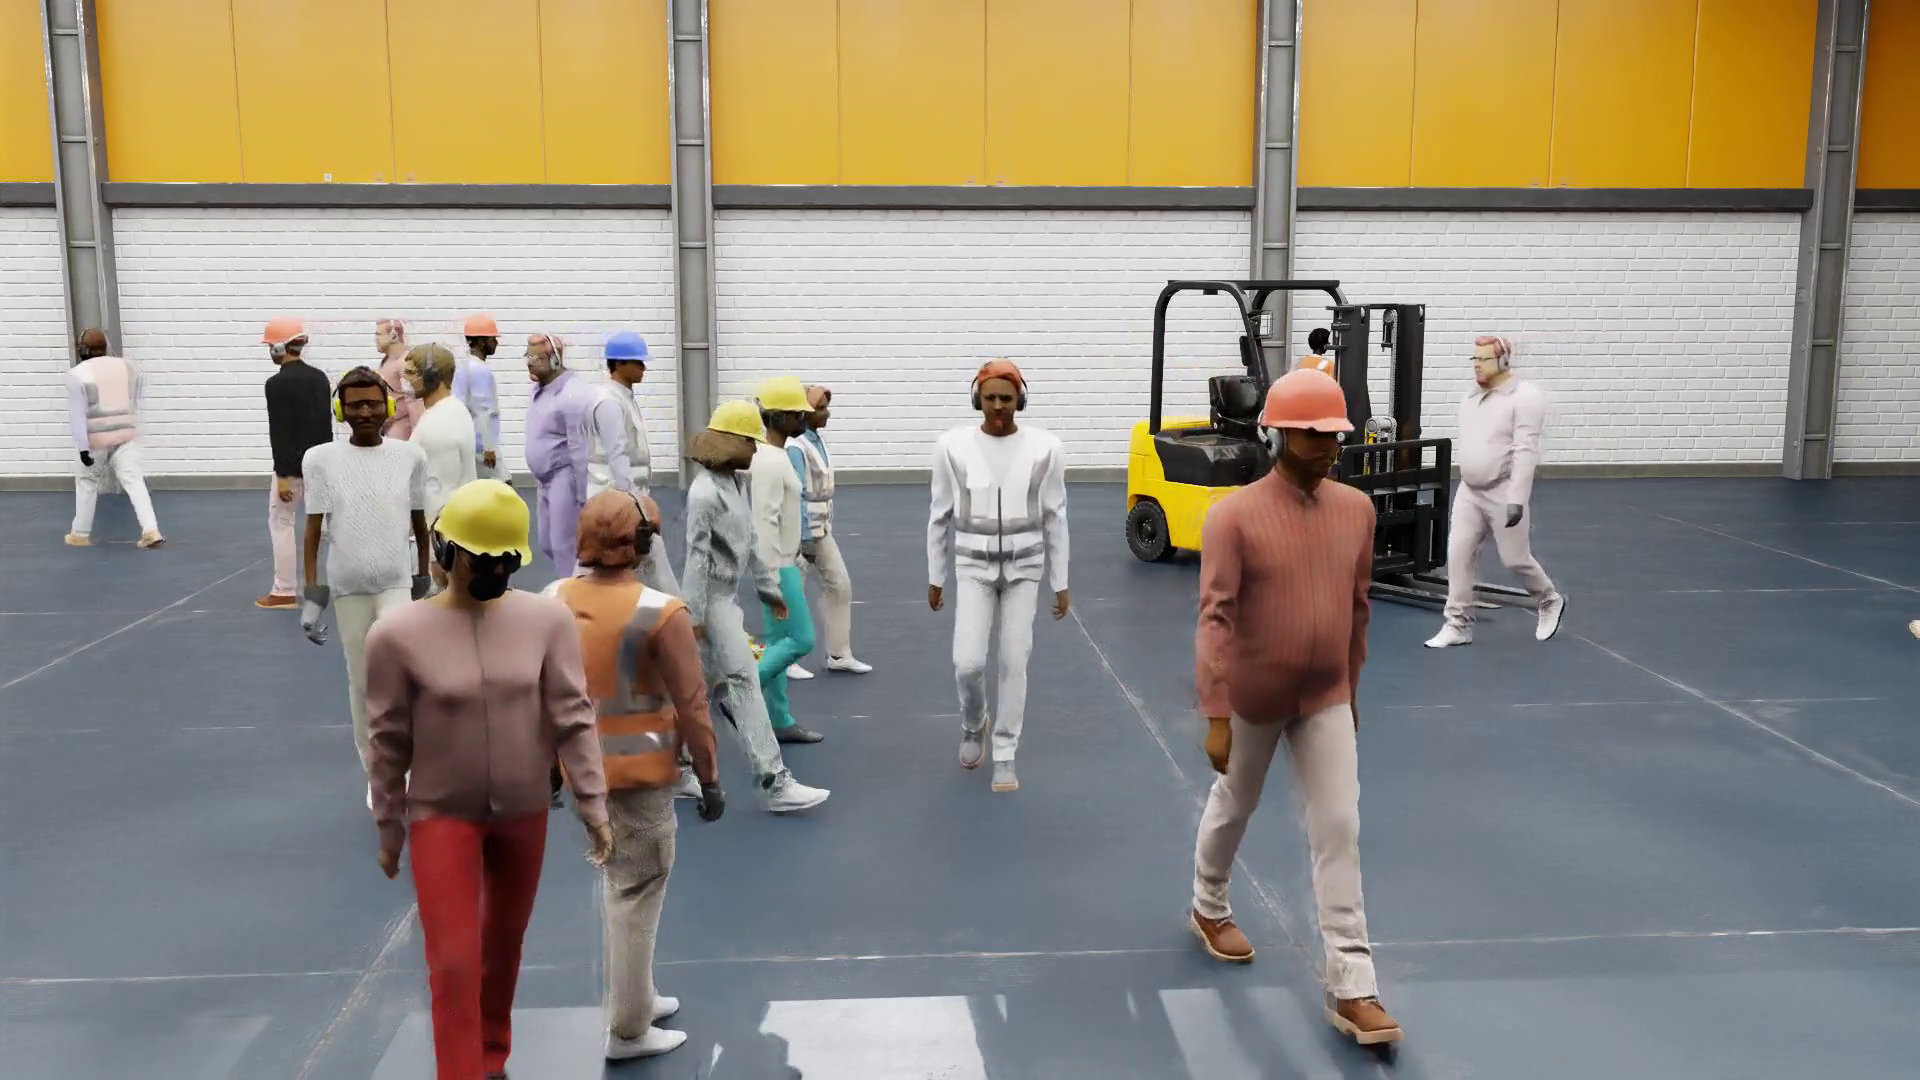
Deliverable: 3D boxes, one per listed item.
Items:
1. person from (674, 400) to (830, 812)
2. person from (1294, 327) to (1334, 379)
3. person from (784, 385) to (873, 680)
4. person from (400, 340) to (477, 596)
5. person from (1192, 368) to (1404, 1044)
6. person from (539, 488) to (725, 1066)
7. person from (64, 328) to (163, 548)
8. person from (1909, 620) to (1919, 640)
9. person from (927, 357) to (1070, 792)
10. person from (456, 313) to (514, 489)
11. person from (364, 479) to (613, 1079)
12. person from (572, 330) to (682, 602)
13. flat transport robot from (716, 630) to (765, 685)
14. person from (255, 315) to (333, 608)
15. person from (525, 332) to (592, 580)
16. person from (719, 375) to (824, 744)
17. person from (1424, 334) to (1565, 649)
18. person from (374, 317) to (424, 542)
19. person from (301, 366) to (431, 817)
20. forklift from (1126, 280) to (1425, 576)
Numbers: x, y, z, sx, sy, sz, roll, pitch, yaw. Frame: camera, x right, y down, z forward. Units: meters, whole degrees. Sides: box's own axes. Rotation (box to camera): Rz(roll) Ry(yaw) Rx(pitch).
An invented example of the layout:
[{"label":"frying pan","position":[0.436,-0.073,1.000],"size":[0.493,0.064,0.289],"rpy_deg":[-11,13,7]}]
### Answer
[{"label":"person","position":[-0.896,0.278,6.887],"size":[0.820,1.697,0.490],"rpy_deg":[0,9,3]},{"label":"person","position":[3.586,-1.296,16.802],"size":[0.320,1.690,0.524],"rpy_deg":[-6,11,-31]},{"label":"person","position":[-0.747,-0.025,9.021],"size":[0.664,1.613,0.550],"rpy_deg":[2,9,14]},{"label":"person","position":[-2.411,-0.007,8.028],"size":[0.891,1.914,0.637],"rpy_deg":[-2,9,-14]},{"label":"person","position":[0.986,0.453,5.027],"size":[0.639,1.942,1.052],"rpy_deg":[-3,10,-19]},{"label":"person","position":[-0.913,0.656,4.719],"size":[0.559,1.623,0.445],"rpy_deg":[4,10,26]},{"label":"person","position":[-6.896,-0.814,13.466],"size":[0.967,1.799,0.636],"rpy_deg":[6,11,31]},{"label":"person","position":[6.108,-0.187,9.549],"size":[0.659,1.784,0.971],"rpy_deg":[-6,11,-33]},{"label":"person","position":[0.165,0.151,7.143],"size":[0.606,1.870,0.423],"rpy_deg":[0,9,-1]},{"label":"person","position":[-3.626,-0.753,12.633],"size":[0.422,1.927,0.563],"rpy_deg":[-5,10,-29]},{"label":"person","position":[-1.145,0.711,4.105],"size":[0.525,1.718,0.824],"rpy_deg":[-6,11,-34]},{"label":"person","position":[-1.915,-0.264,9.679],"size":[1.002,1.891,0.638],"rpy_deg":[1,9,4]},{"label":"flat transport robot","position":[-1.584,0.675,8.857],"size":[0.652,0.197,1.431],"rpy_deg":[3,10,18]},{"label":"person","position":[-4.256,-0.496,10.962],"size":[0.876,1.965,0.645],"rpy_deg":[2,9,14]},{"label":"person","position":[-2.379,-0.347,10.262],"size":[0.599,1.876,0.669],"rpy_deg":[-6,11,-33]},{"label":"person","position":[-0.855,0.110,7.740],"size":[0.404,1.752,0.546],"rpy_deg":[-1,9,-6]},{"label":"person","position":[3.224,-0.289,9.902],"size":[0.875,1.874,0.639],"rpy_deg":[-5,10,-30]},{"label":"person","position":[-4.704,-0.878,13.617],"size":[0.973,1.856,0.664],"rpy_deg":[-5,10,-29]},{"label":"person","position":[-2.393,0.228,6.736],"size":[0.523,1.848,0.658],"rpy_deg":[-3,10,-21]},{"label":"forklift","position":[2.301,-0.860,12.475],"size":[1.214,2.155,2.313],"rpy_deg":[-6,11,-35]}]
